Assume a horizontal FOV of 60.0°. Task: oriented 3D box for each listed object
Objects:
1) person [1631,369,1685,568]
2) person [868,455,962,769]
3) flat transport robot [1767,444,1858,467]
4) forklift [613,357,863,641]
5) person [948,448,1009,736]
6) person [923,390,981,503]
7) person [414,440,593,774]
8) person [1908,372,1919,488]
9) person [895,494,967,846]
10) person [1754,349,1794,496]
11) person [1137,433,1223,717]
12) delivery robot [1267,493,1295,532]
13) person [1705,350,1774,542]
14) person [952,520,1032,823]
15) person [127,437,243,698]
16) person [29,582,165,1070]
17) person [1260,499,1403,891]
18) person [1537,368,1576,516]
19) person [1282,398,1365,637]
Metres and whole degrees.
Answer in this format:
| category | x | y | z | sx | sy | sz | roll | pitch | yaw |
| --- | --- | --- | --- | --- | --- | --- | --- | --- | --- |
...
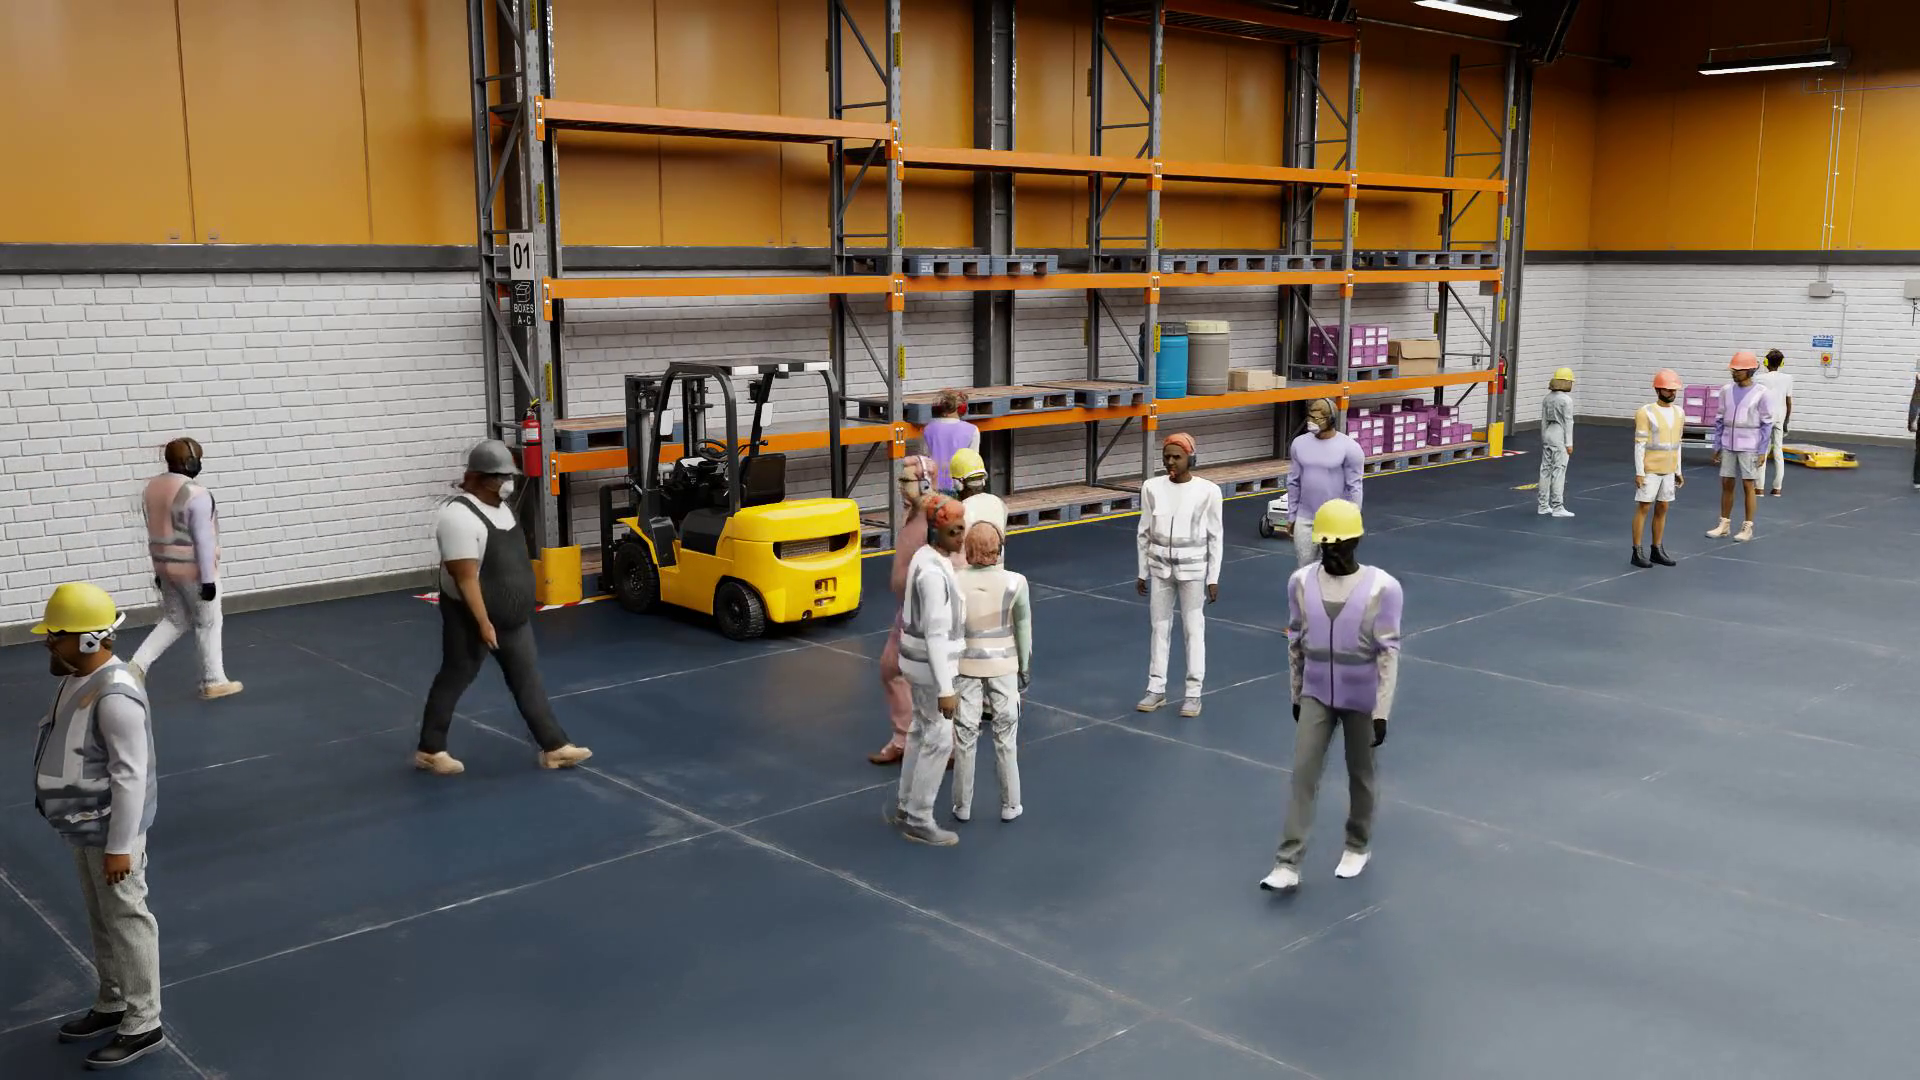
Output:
| category | x | y | z | sx | sy | sz | roll | pitch | yaw |
| --- | --- | --- | --- | --- | --- | --- | --- | --- | --- |
| person | 6.842 | -0.697 | 16.256 | 0.543 | 1.939 | 0.360 | -3 | 10 | -19 |
| person | -0.279 | 0.444 | 9.723 | 0.658 | 1.883 | 0.676 | -3 | 10 | -18 |
| flat transport robot | 12.415 | -1.252 | 24.385 | 0.652 | 0.197 | 1.431 | -1 | 10 | -6 |
| forklift | -1.847 | -0.414 | 13.852 | 1.214 | 2.155 | 2.313 | -9 | 13 | -42 |
| person | 0.070 | 0.331 | 10.563 | 0.404 | 1.828 | 0.592 | 6 | 11 | 32 |
| person | -0.100 | -0.427 | 15.066 | 0.601 | 1.834 | 0.447 | 4 | 11 | 23 |
| person | -2.753 | 0.372 | 9.701 | 1.038 | 2.000 | 0.697 | 3 | 10 | 17 |
| person | 12.575 | -1.541 | 21.469 | 0.618 | 1.868 | 0.891 | 3 | 10 | 18 |
| person | -0.162 | 0.655 | 8.607 | 0.361 | 1.849 | 0.782 | -1 | 10 | -7 |
| person | 10.248 | -1.481 | 21.052 | 0.518 | 1.871 | 0.329 | 0 | 10 | 2 |
| person | 1.443 | 0.228 | 11.004 | 0.576 | 1.881 | 0.352 | 5 | 11 | 28 |
| delivery robot | 3.616 | -0.343 | 17.960 | 0.477 | 0.478 | 0.707 | 7 | 12 | 37 |
| person | 8.300 | -0.995 | 17.708 | 0.394 | 2.040 | 0.610 | -6 | 11 | -31 |
| person | 0.131 | 0.710 | 8.896 | 0.510 | 1.640 | 0.308 | 1 | 10 | 3 |
| person | -5.301 | 0.219 | 11.243 | 0.634 | 1.823 | 0.716 | 6 | 11 | 30 |
| person | -3.252 | 1.060 | 6.280 | 0.403 | 1.833 | 0.590 | -9 | 13 | -42 |
| person | 1.765 | 0.759 | 7.894 | 0.591 | 1.890 | 0.919 | 6 | 11 | 31 |
| person | 7.012 | -1.145 | 19.477 | 0.311 | 1.736 | 0.483 | -3 | 10 | -18 |
| person | 2.853 | -0.155 | 13.097 | 0.628 | 1.937 | 0.378 | 8 | 13 | 40 |
